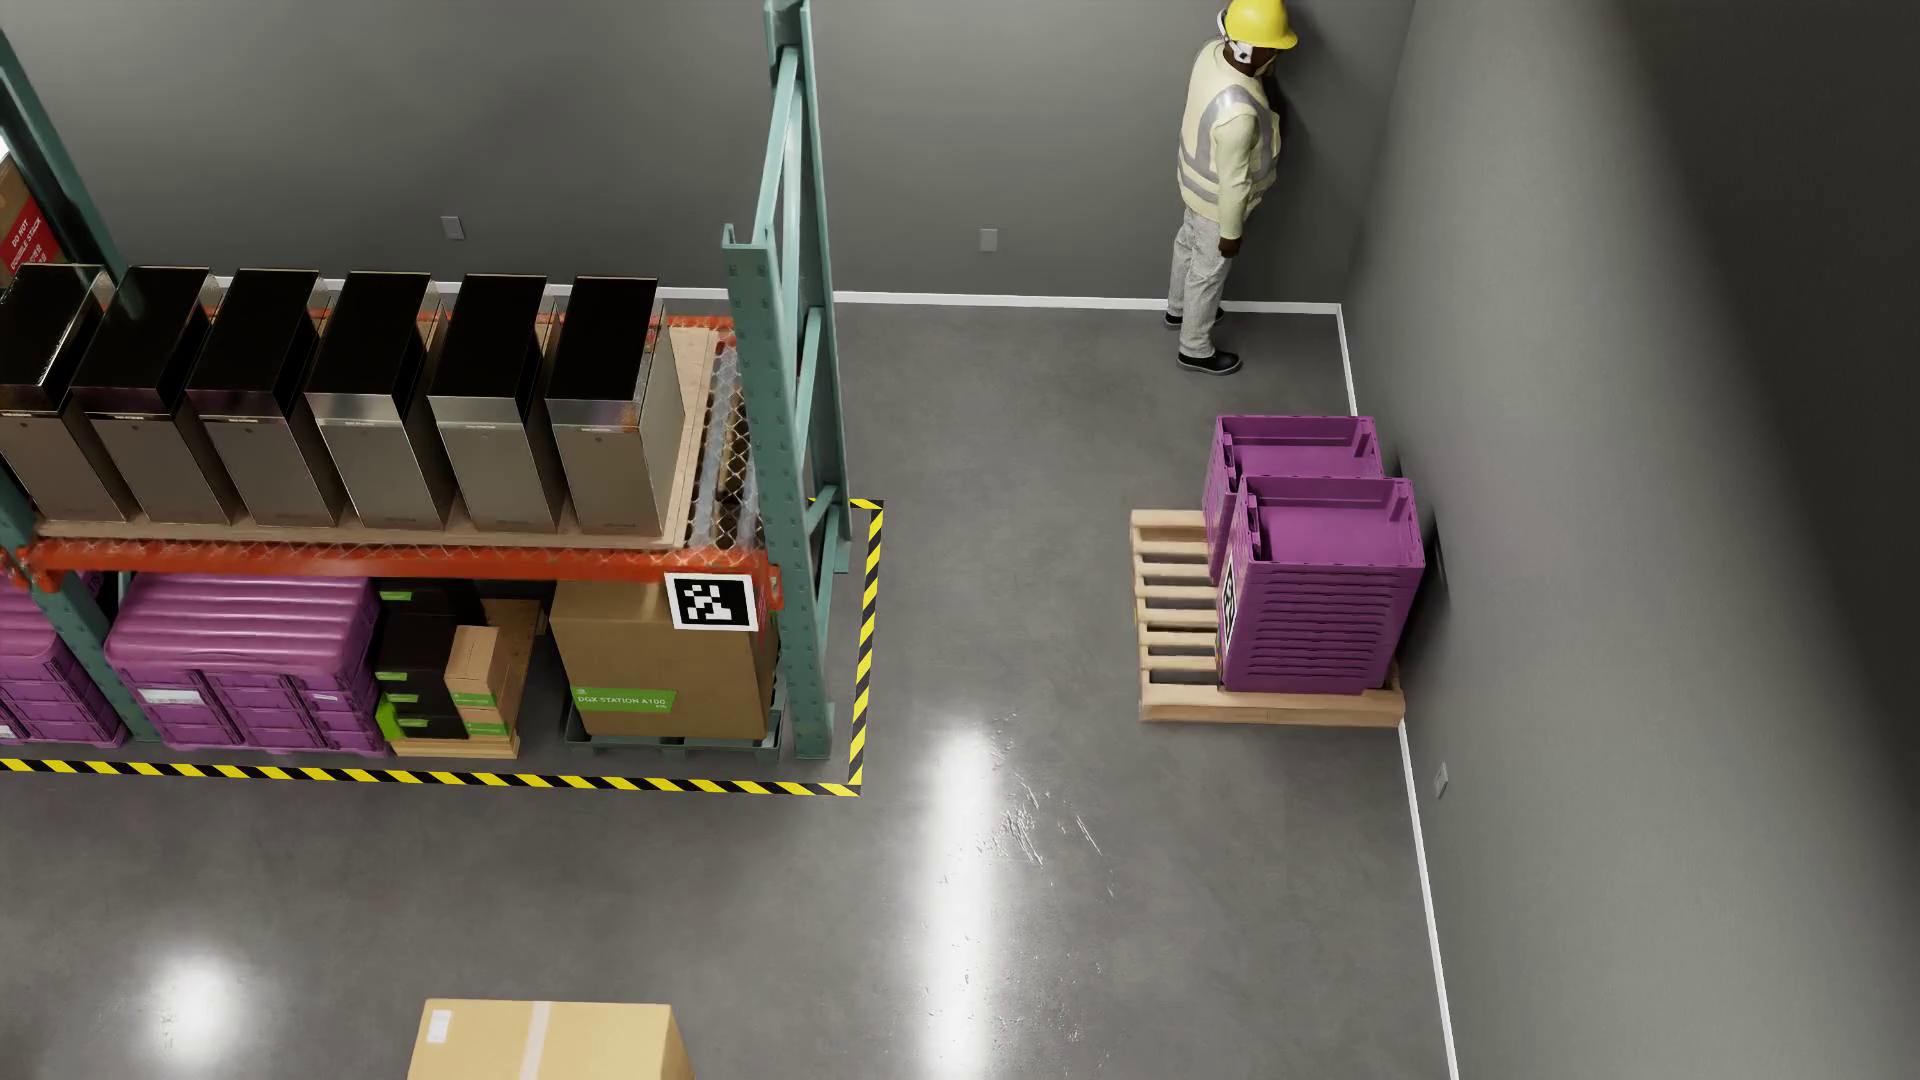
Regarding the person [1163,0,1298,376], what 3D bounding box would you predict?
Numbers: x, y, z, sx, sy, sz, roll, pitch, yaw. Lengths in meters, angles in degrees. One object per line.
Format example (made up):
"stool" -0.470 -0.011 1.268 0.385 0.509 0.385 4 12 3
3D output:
"person" 1.101 -1.476 6.922 0.403 1.828 0.595 -4 52 -3
